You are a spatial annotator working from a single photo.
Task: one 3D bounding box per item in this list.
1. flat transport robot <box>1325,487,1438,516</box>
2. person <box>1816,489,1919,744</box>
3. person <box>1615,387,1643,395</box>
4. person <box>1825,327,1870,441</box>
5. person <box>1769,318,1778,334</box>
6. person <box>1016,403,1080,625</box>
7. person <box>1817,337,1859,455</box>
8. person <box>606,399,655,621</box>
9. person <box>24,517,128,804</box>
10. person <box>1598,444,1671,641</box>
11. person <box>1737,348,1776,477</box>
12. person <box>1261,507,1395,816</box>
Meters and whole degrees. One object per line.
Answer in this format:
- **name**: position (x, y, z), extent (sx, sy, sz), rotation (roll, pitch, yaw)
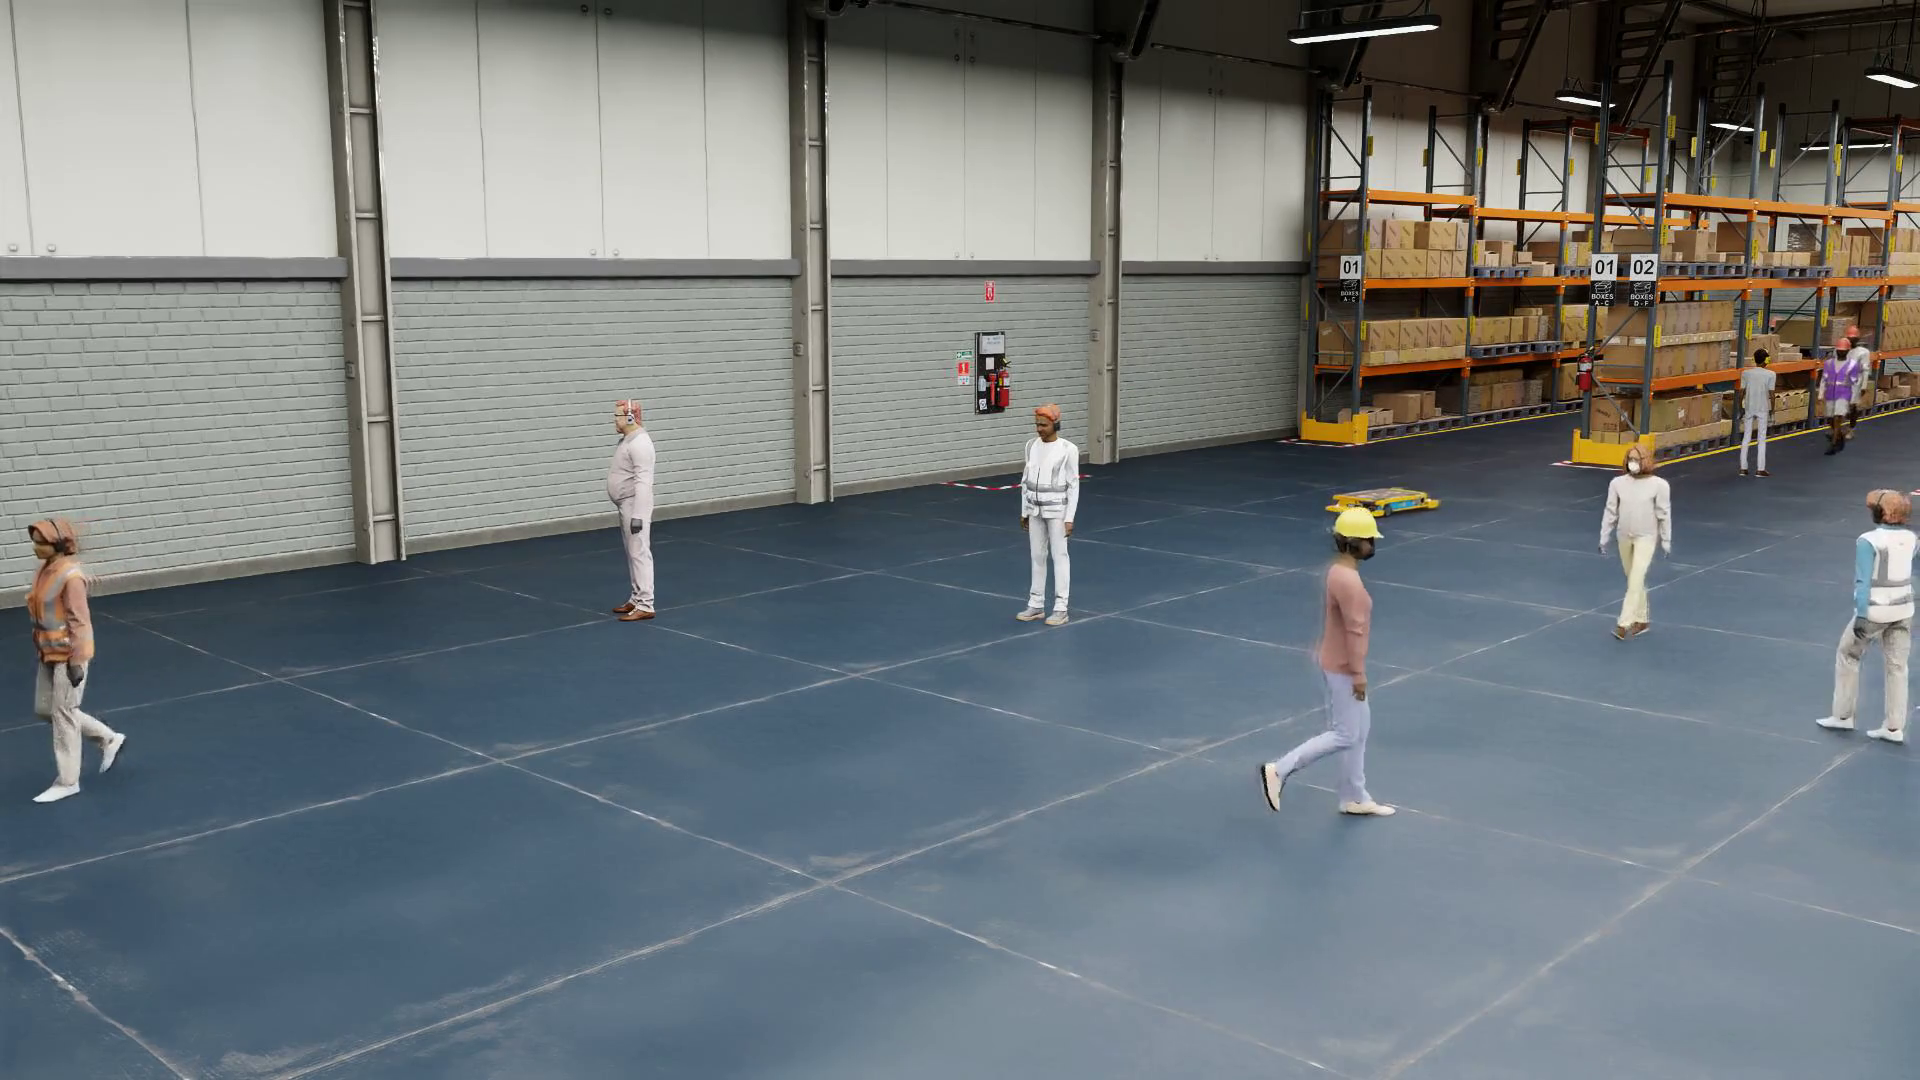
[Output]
- **flat transport robot**: position (5.248, -0.479, 20.653), extent (1.431, 0.197, 0.652), rotation (-8, 12, -39)
- **person**: position (5.875, 0.475, 10.719), extent (0.544, 1.611, 0.662), rotation (-3, 10, -19)
- **person**: position (11.795, -2.630, 29.169), extent (0.607, 1.798, 0.550), rotation (8, 12, 40)
- **person**: position (15.437, -2.696, 28.930), extent (0.637, 1.987, 1.027), rotation (9, 13, 44)
- **person**: position (17.506, -3.797, 35.781), extent (1.007, 1.959, 0.608), rotation (-8, 12, -41)
- **person**: position (0.746, -0.221, 14.171), extent (0.573, 1.887, 0.356), rotation (8, 12, 40)
- **person**: position (14.334, -2.348, 27.078), extent (0.855, 1.917, 0.538), rotation (-8, 12, -39)
- **person**: position (-2.837, -0.261, 14.355), extent (0.409, 1.907, 0.651), rotation (-3, 10, -18)
- **person**: position (-5.099, 0.666, 9.522), extent (0.535, 1.622, 0.507), rotation (8, 12, 40)
- **person**: position (5.447, 0.023, 13.533), extent (0.827, 1.592, 0.527), rotation (-8, 12, -39)
- **person**: position (11.583, -1.852, 24.177), extent (0.535, 1.864, 0.309), rotation (9, 13, 43)
- **person**: position (2.043, 0.681, 9.088), extent (0.681, 1.744, 0.532), rotation (1, 9, 9)
